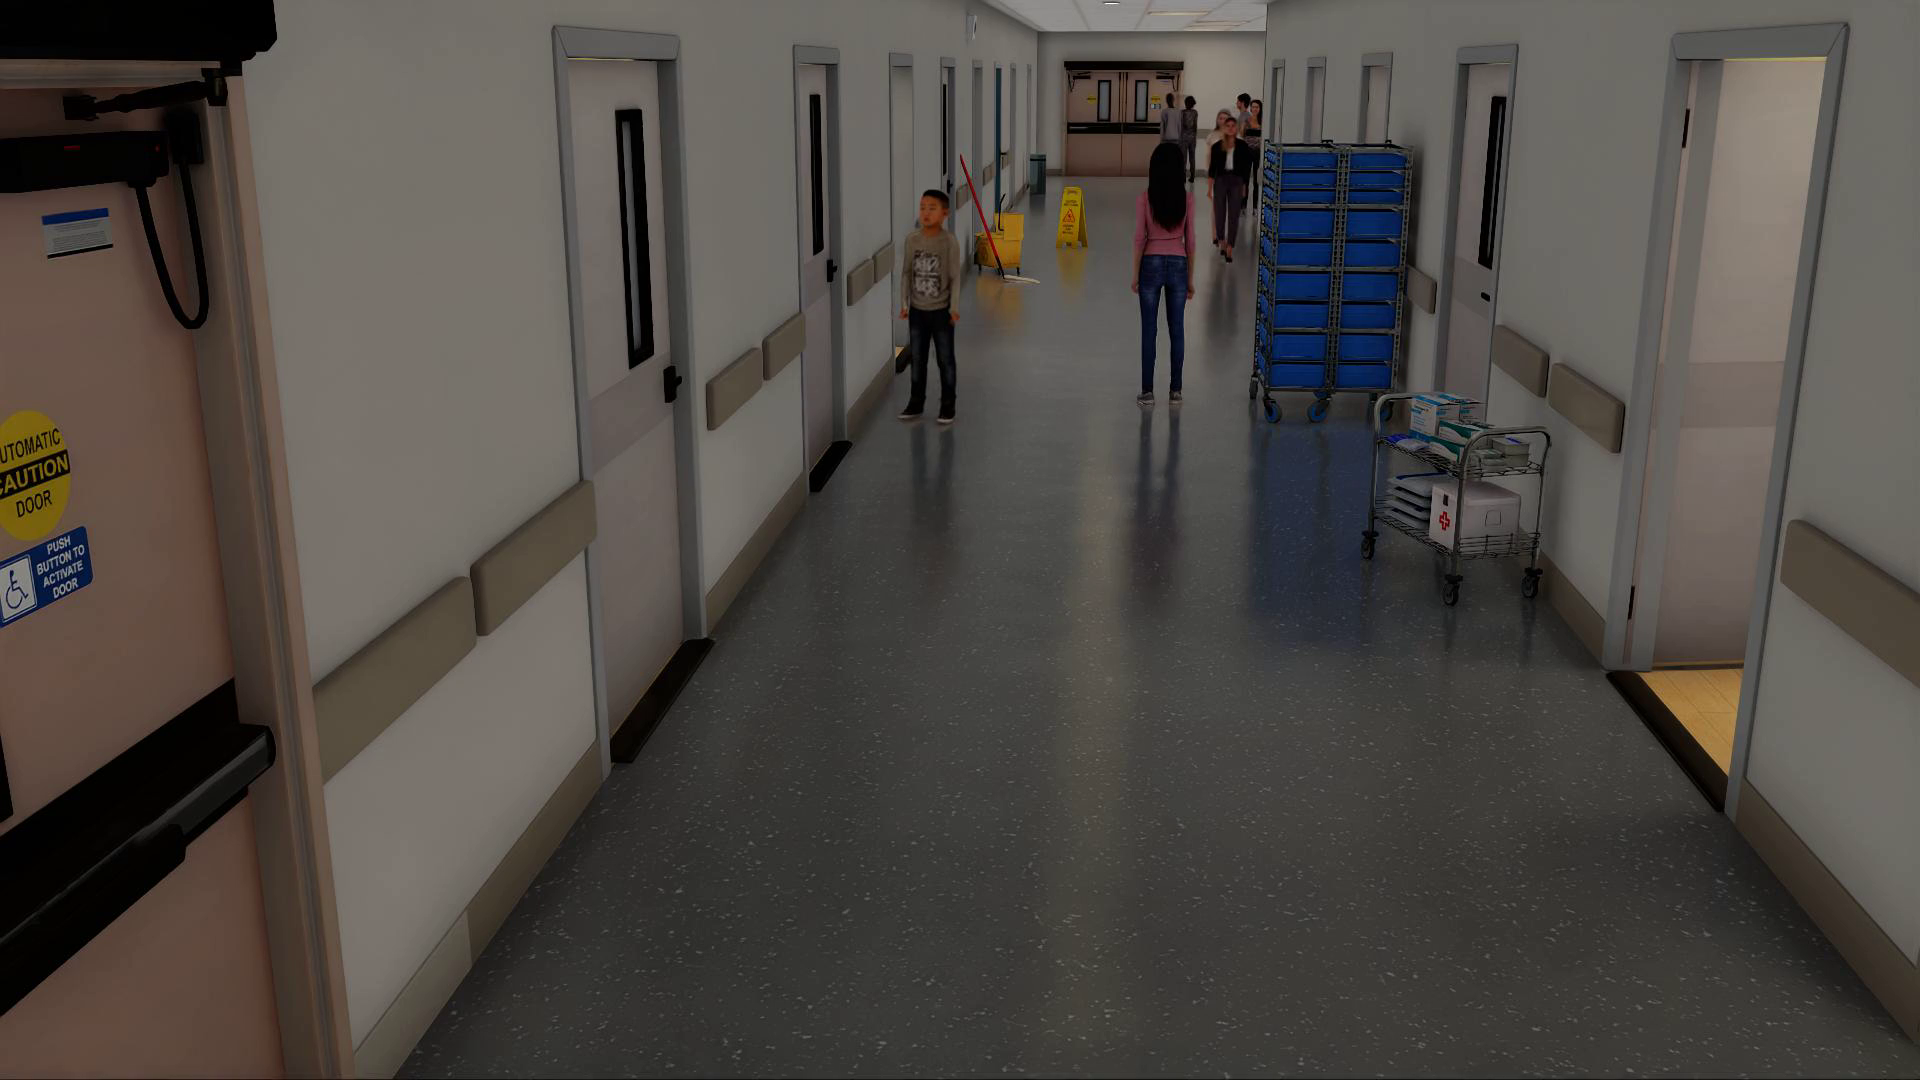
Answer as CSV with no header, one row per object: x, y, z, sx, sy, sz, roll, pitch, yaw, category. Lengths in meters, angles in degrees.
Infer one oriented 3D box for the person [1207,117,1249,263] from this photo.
3.144,-4.095,19.560,0.625,1.627,1.026,2,16,7,person

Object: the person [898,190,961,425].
-0.175,-1.493,10.628,0.608,1.465,0.590,6,17,20,person

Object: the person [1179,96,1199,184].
4.609,-8.102,33.614,0.668,1.714,0.695,-6,17,-20,person

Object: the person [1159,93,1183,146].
4.140,-7.871,32.687,0.691,1.772,0.686,-7,17,-23,person

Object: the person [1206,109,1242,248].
3.314,-4.524,20.984,0.673,1.681,1.168,3,16,10,person

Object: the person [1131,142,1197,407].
1.360,-1.783,11.147,0.599,1.742,0.531,0,16,-1,person

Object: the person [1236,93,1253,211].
4.597,-6.317,27.044,0.753,1.843,0.531,4,16,14,person

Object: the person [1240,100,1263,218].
4.526,-5.894,25.680,0.594,1.769,0.525,2,16,6,person
